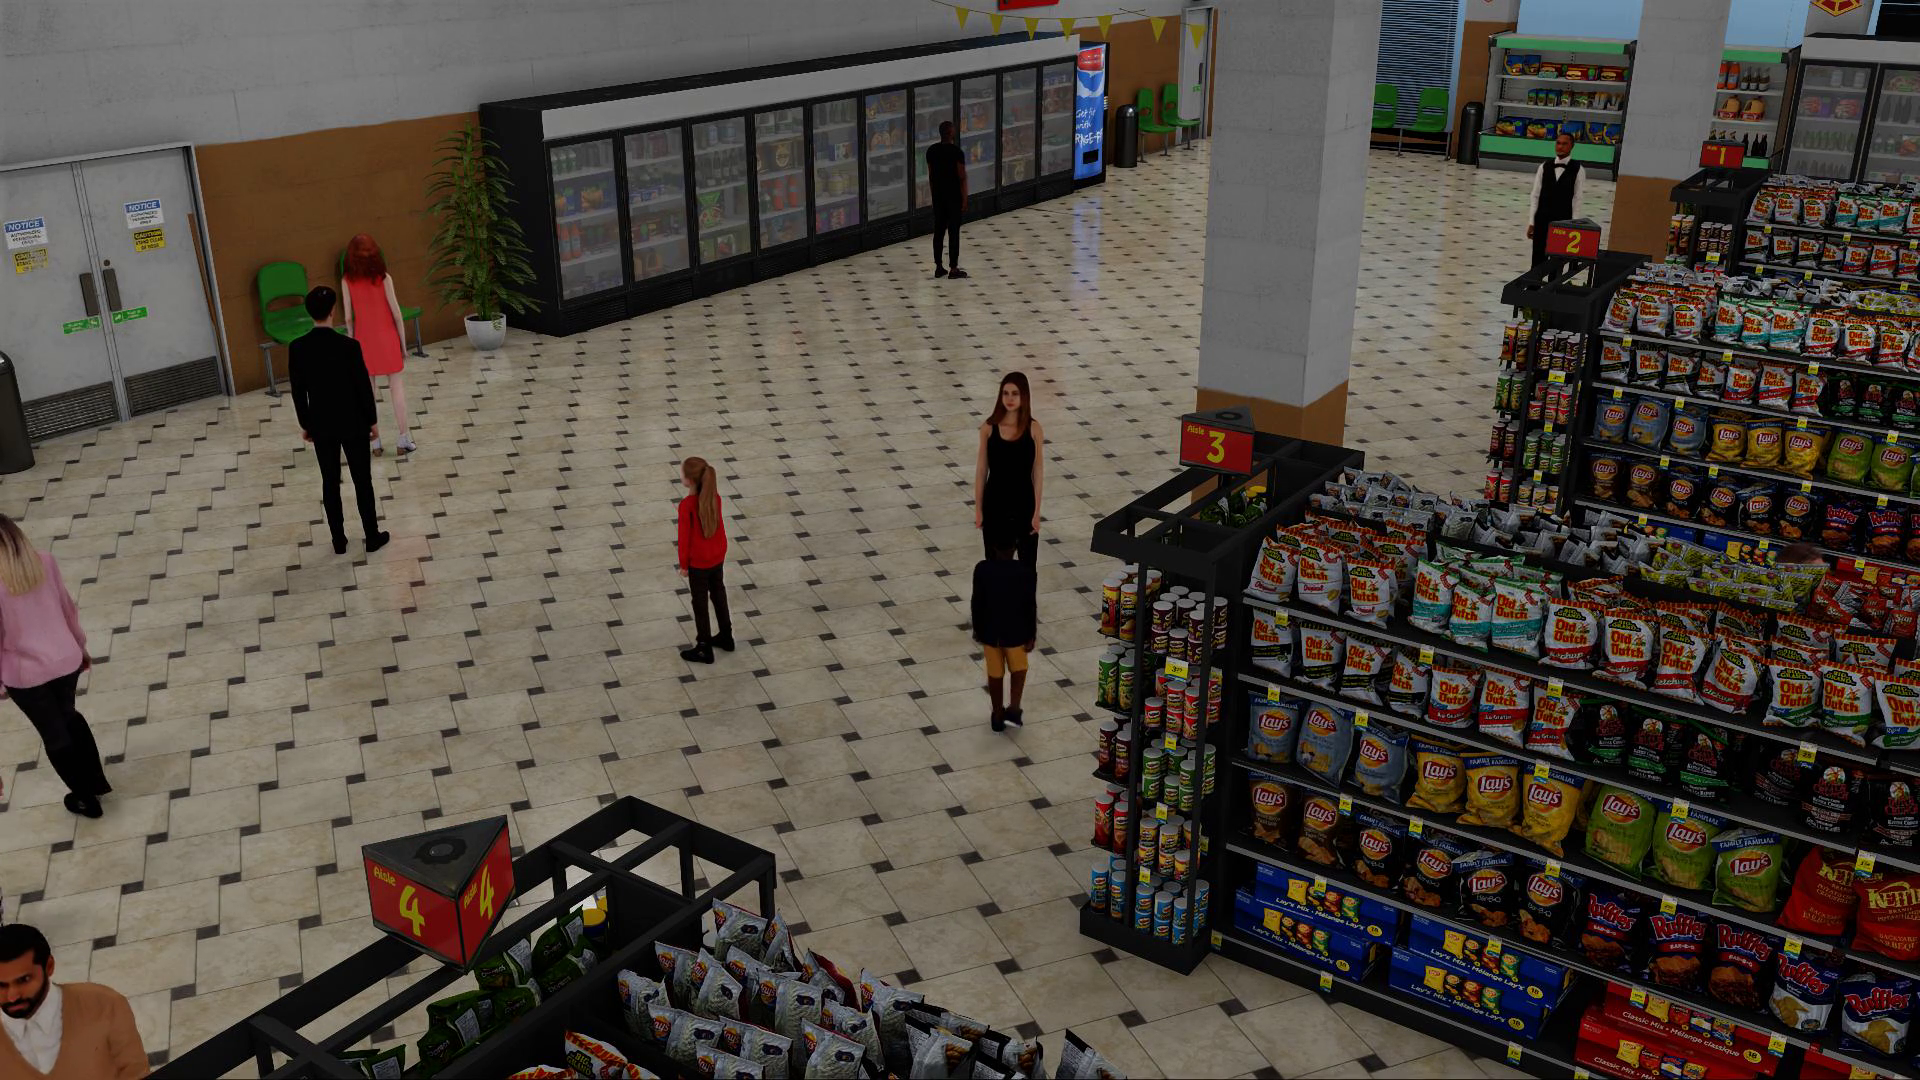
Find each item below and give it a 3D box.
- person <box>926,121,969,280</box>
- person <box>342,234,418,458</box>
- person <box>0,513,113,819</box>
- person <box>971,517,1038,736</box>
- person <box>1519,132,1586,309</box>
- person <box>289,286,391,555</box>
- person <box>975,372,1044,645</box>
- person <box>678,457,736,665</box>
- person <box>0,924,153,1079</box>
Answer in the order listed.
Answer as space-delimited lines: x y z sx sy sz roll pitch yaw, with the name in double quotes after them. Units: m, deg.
-0.150 -3.985 19.495 0.506 1.820 0.731 13 25 29 "person"
-4.726 -1.574 13.483 0.637 1.828 0.717 -2 22 -4 "person"
-4.453 0.651 8.159 0.607 1.668 0.647 13 25 30 "person"
0.230 0.501 9.074 0.630 1.264 0.691 2 22 5 "person"
6.434 -3.444 18.014 0.504 1.919 0.745 14 26 31 "person"
-4.309 -0.820 11.517 0.773 1.894 0.845 -2 22 -6 "person"
0.314 -0.196 10.189 0.578 1.726 0.696 3 22 8 "person"
-1.544 0.109 10.030 0.483 1.280 0.490 13 25 29 "person"
-2.668 1.864 5.041 0.814 1.741 0.848 -9 24 -22 "person"
